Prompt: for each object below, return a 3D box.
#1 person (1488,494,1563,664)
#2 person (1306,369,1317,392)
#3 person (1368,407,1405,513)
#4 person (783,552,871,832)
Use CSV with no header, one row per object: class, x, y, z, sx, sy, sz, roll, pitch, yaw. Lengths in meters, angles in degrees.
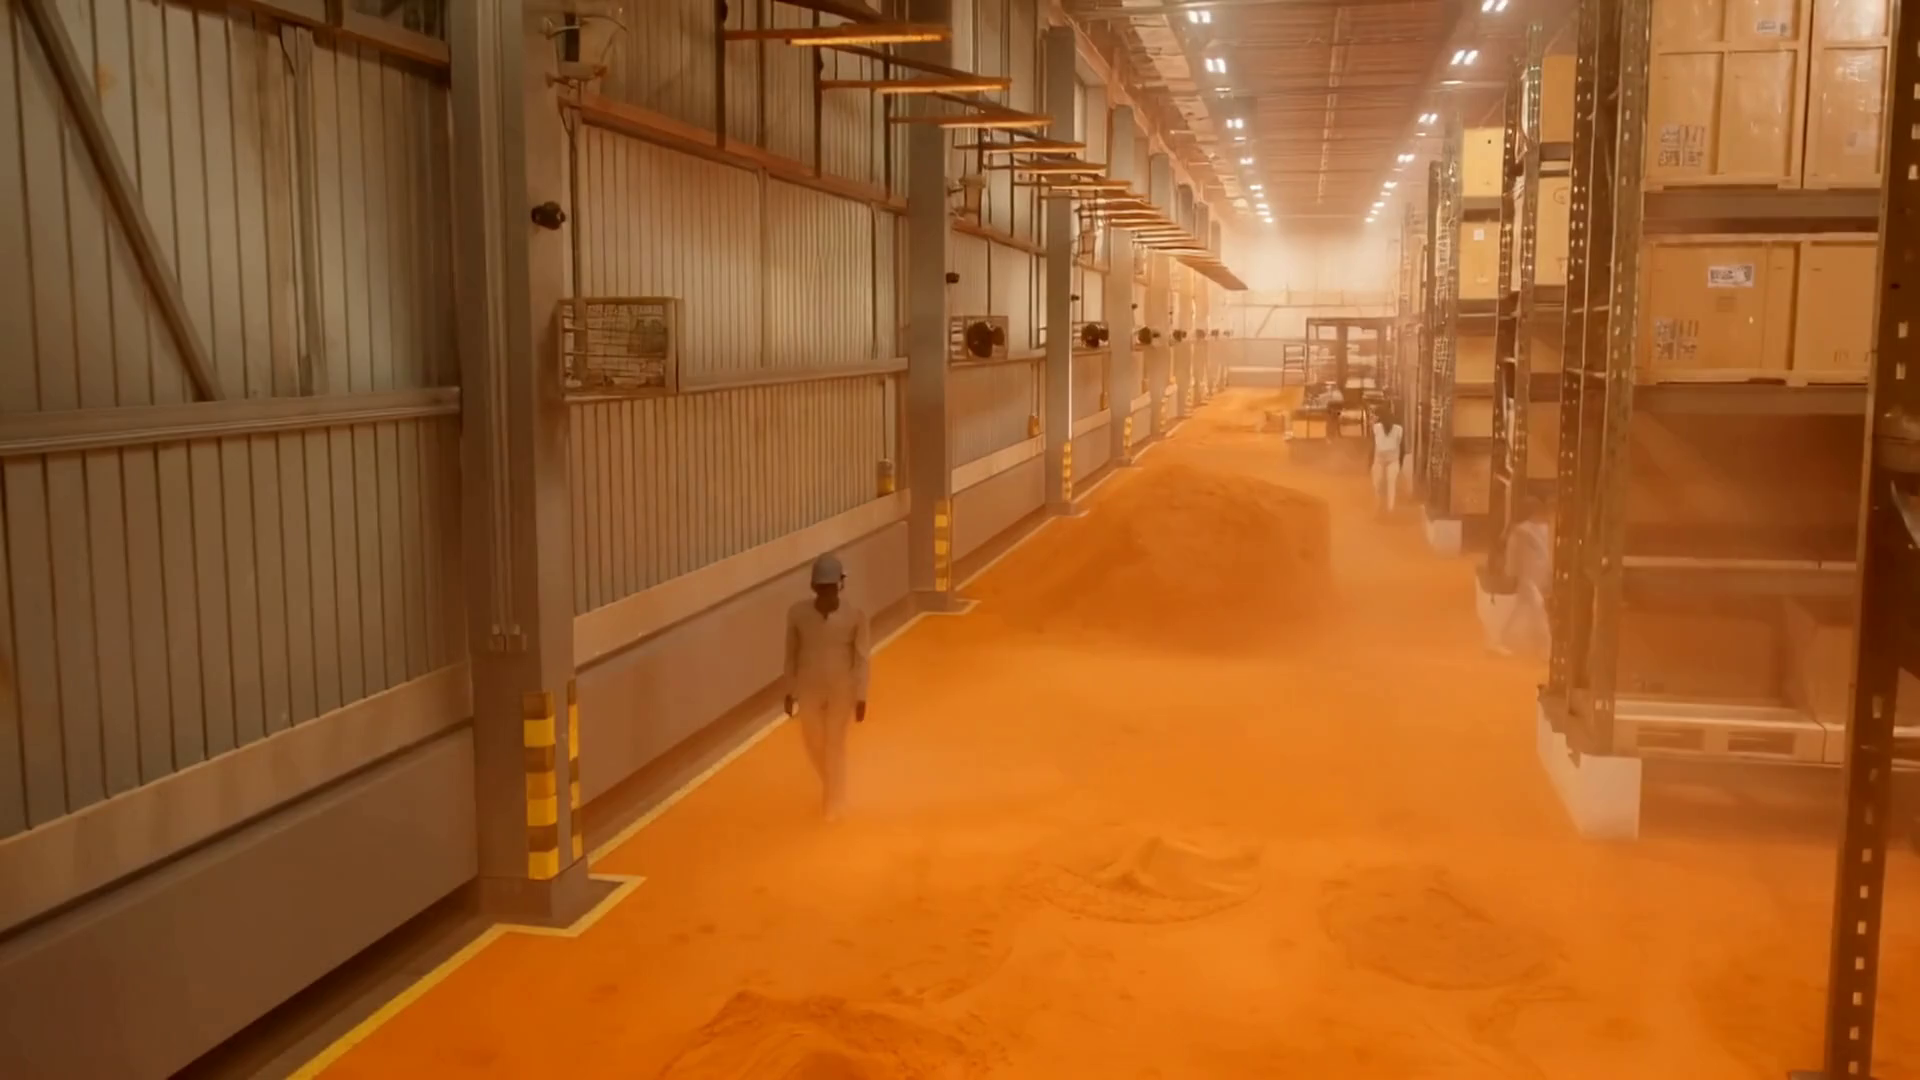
person,5.371,0.355,15.655,0.865,1.596,0.528,7,10,43
person,12.185,-4.994,57.480,0.565,1.846,0.390,-1,7,-9
person,7.348,-1.391,28.702,0.632,1.827,0.671,1,7,11
person,-0.822,0.925,10.486,0.574,1.739,0.523,2,7,13
